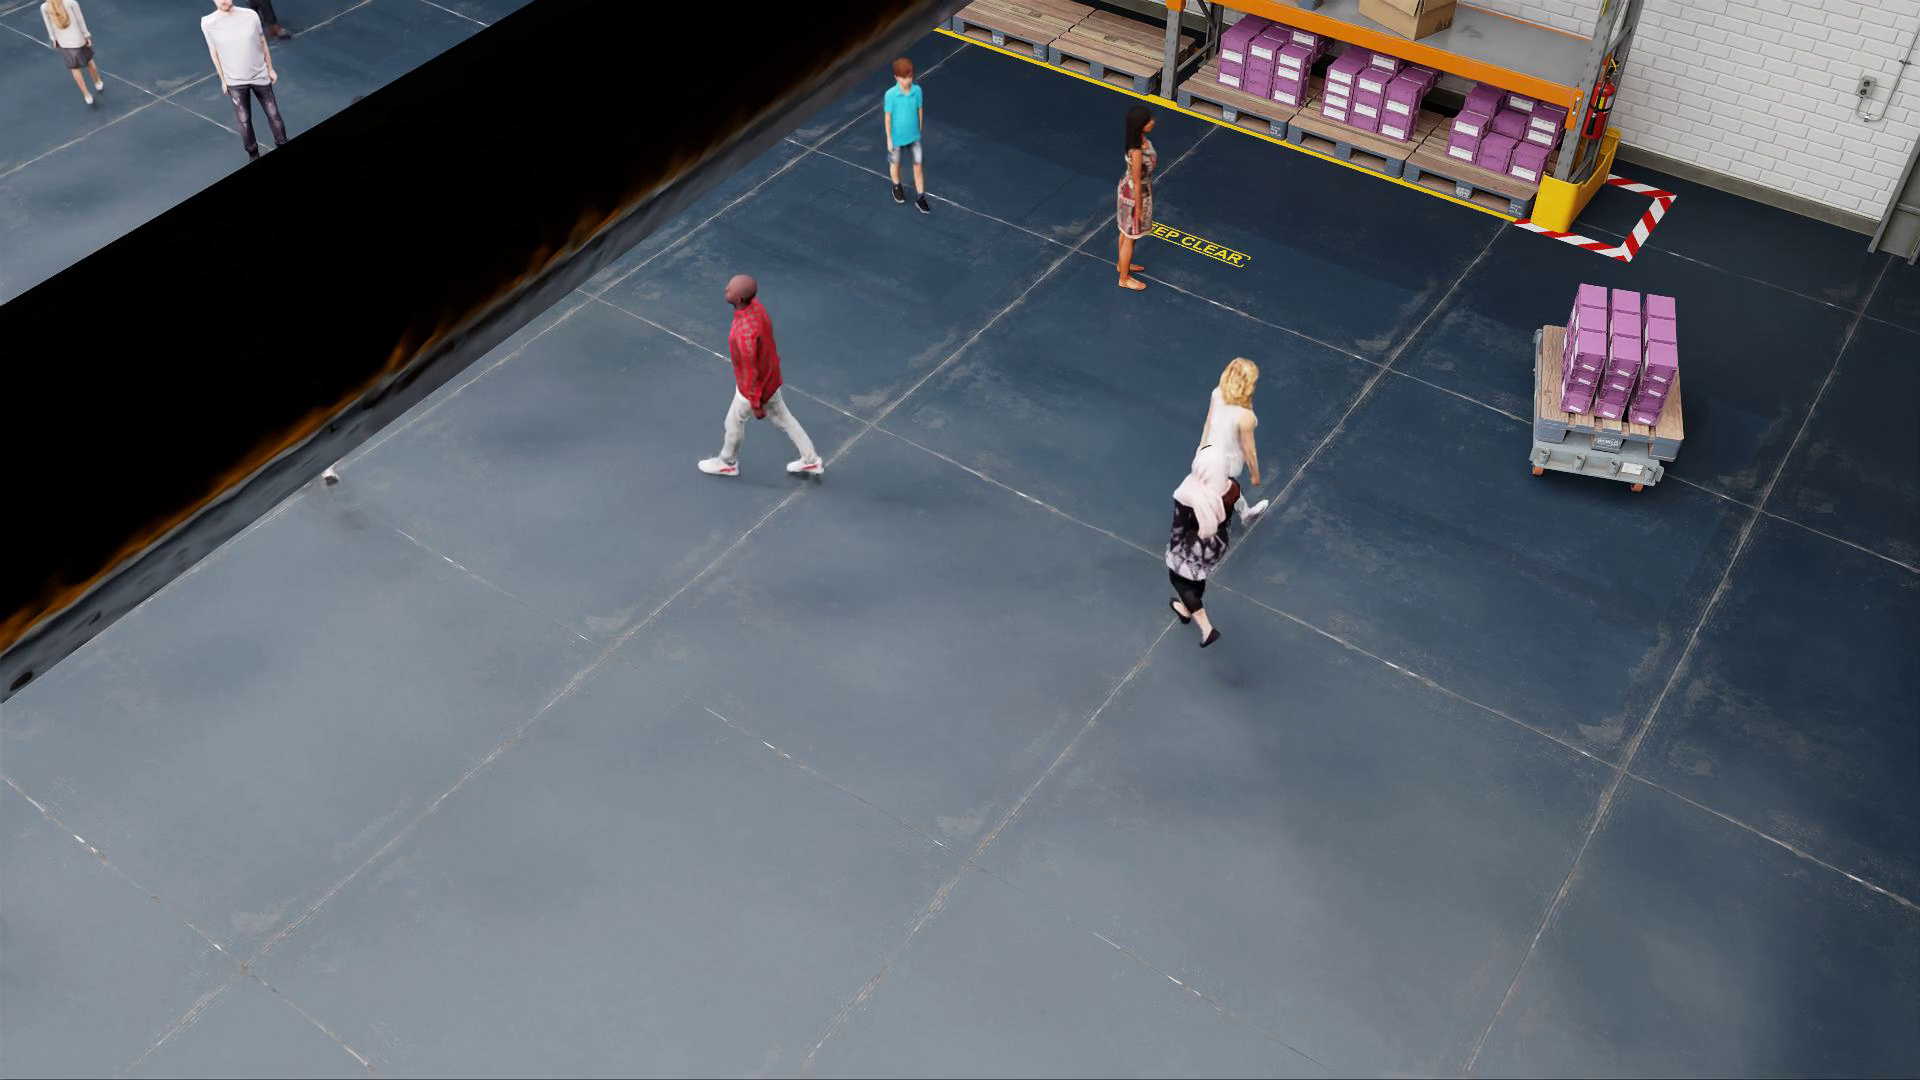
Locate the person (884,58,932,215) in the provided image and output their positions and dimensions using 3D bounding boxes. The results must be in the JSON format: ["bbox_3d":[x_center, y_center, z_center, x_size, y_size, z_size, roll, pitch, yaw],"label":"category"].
[{"bbox_3d":[-0.533,-3.690,14.962,0.779,1.428,0.871,-11,45,-11],"label":"person"}]

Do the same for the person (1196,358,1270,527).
[{"bbox_3d":[1.752,-0.532,11.502,1.040,1.629,1.081,-16,46,-17],"label":"person"}]

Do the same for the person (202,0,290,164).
[{"bbox_3d":[-6.540,-4.259,15.267,0.750,1.831,0.764,-17,46,-17],"label":"person"}]

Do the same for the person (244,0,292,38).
[{"bbox_3d":[-7.415,-6.151,17.229,0.574,1.865,0.936,31,52,28],"label":"person"}]

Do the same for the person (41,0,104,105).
[{"bbox_3d":[-8.742,-4.897,16.351,0.732,1.260,0.863,-17,46,-18],"label":"person"}]

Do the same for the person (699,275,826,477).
[{"bbox_3d":[-1.373,-1.133,12.024,1.297,1.779,1.021,8,44,8],"label":"person"}]

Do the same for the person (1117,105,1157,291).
[{"bbox_3d":[1.463,-2.886,13.976,0.725,1.623,0.725,2,44,2],"label":"person"}]

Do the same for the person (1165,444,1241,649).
[{"bbox_3d":[1.609,0.065,10.881,0.862,1.622,0.993,-19,47,-19],"label":"person"}]
